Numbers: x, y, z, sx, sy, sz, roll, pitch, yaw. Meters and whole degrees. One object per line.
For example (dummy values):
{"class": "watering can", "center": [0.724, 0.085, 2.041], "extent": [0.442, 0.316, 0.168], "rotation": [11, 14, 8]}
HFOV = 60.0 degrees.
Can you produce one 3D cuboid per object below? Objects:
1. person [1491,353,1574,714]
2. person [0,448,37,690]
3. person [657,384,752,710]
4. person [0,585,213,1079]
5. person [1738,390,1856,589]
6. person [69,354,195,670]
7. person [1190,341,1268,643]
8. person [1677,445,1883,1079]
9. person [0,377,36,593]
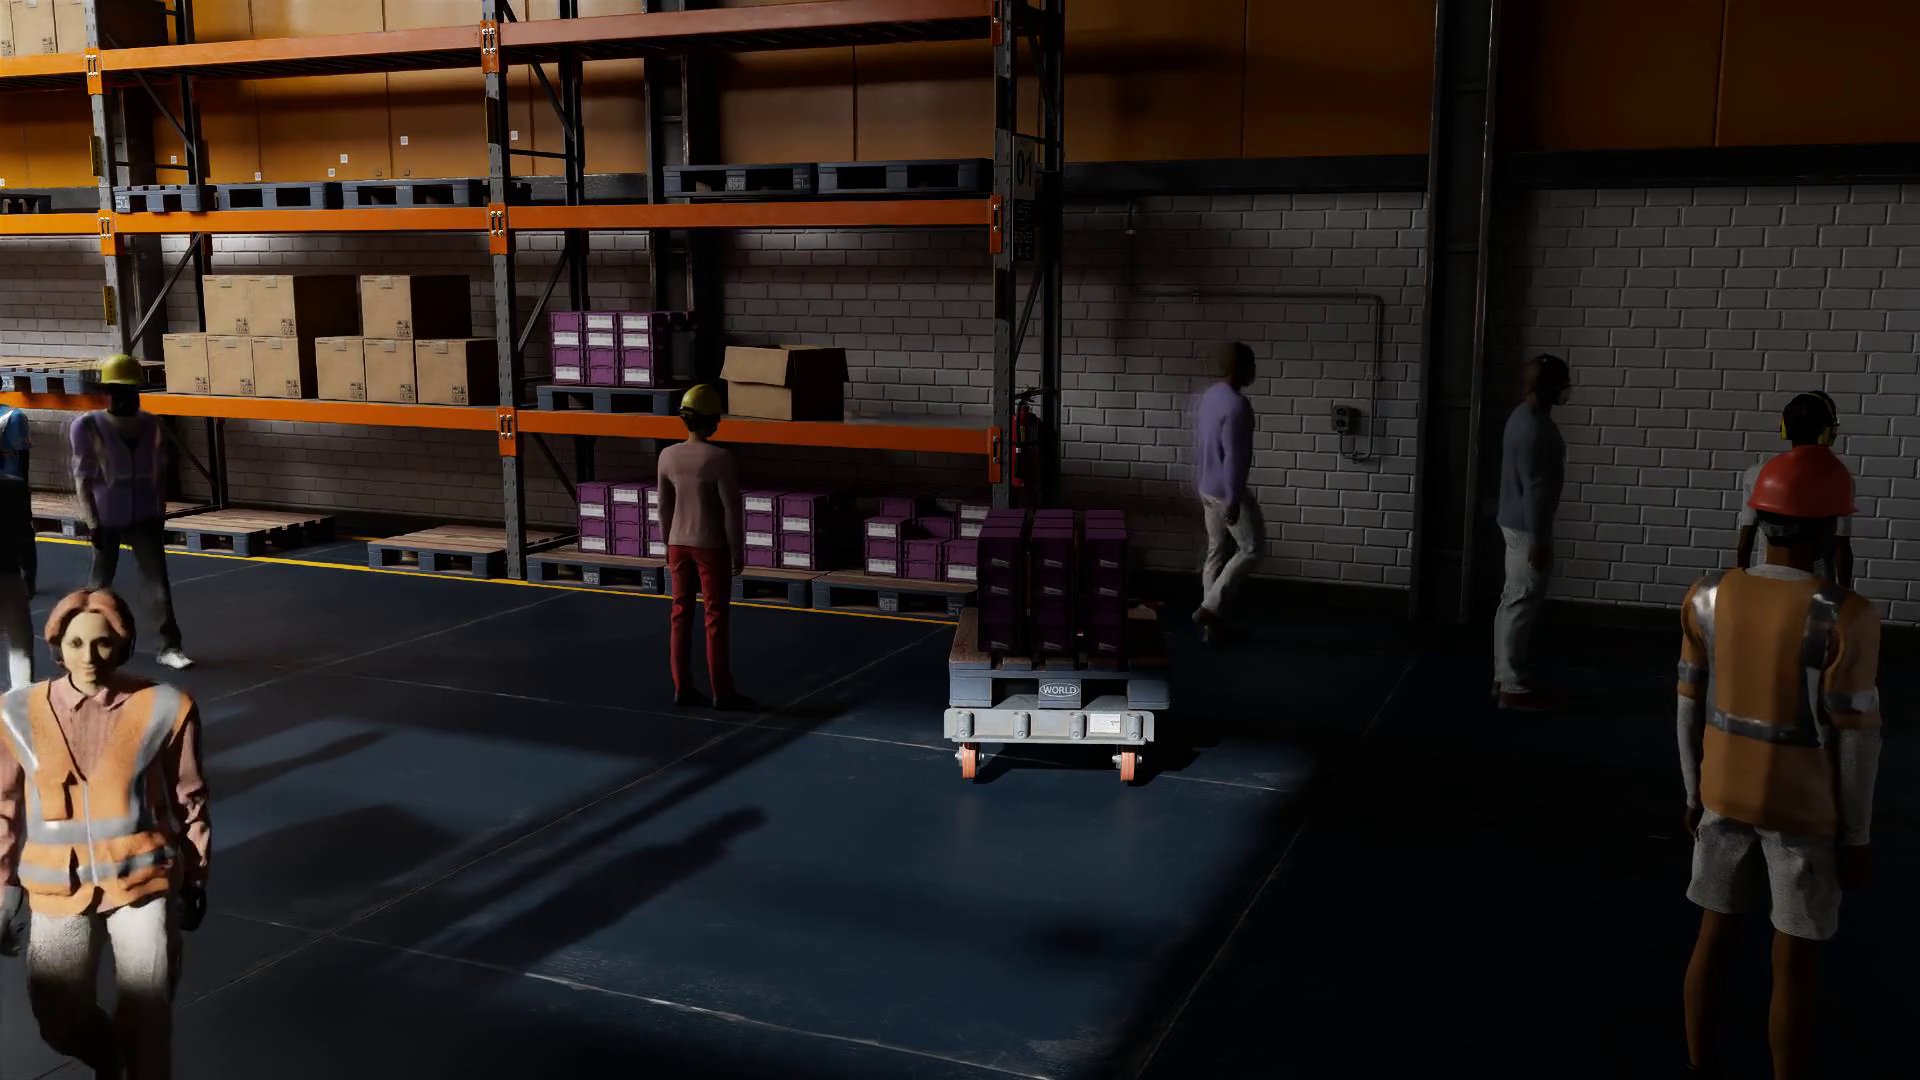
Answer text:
{"class": "person", "center": [3.101, -0.044, 9.040], "extent": [0.352, 1.937, 0.635], "rotation": [2, 10, 14]}
{"class": "person", "center": [-4.896, 0.230, 8.367], "extent": [0.509, 1.621, 0.504], "rotation": [-7, 12, -38]}
{"class": "person", "center": [-1.399, 0.041, 9.047], "extent": [0.525, 1.769, 0.327], "rotation": [5, 11, 28]}
{"class": "person", "center": [-2.221, 0.898, 4.343], "extent": [0.525, 1.616, 0.593], "rotation": [-3, 10, -17]}
{"class": "person", "center": [3.660, 0.289, 7.286], "extent": [0.329, 1.862, 0.511], "rotation": [-8, 12, -38]}
{"class": "person", "center": [-5.042, -0.176, 10.017], "extent": [0.991, 1.887, 0.583], "rotation": [8, 12, 40]}
{"class": "person", "center": [1.714, -0.287, 10.508], "extent": [0.431, 1.927, 0.639], "rotation": [-2, 10, -10]}
{"class": "person", "center": [2.225, 0.708, 4.535], "extent": [0.363, 1.939, 0.542], "rotation": [-6, 11, -34]}
{"class": "person", "center": [-6.949, -0.415, 11.984], "extent": [0.540, 1.695, 0.317], "rotation": [1, 10, 7]}
